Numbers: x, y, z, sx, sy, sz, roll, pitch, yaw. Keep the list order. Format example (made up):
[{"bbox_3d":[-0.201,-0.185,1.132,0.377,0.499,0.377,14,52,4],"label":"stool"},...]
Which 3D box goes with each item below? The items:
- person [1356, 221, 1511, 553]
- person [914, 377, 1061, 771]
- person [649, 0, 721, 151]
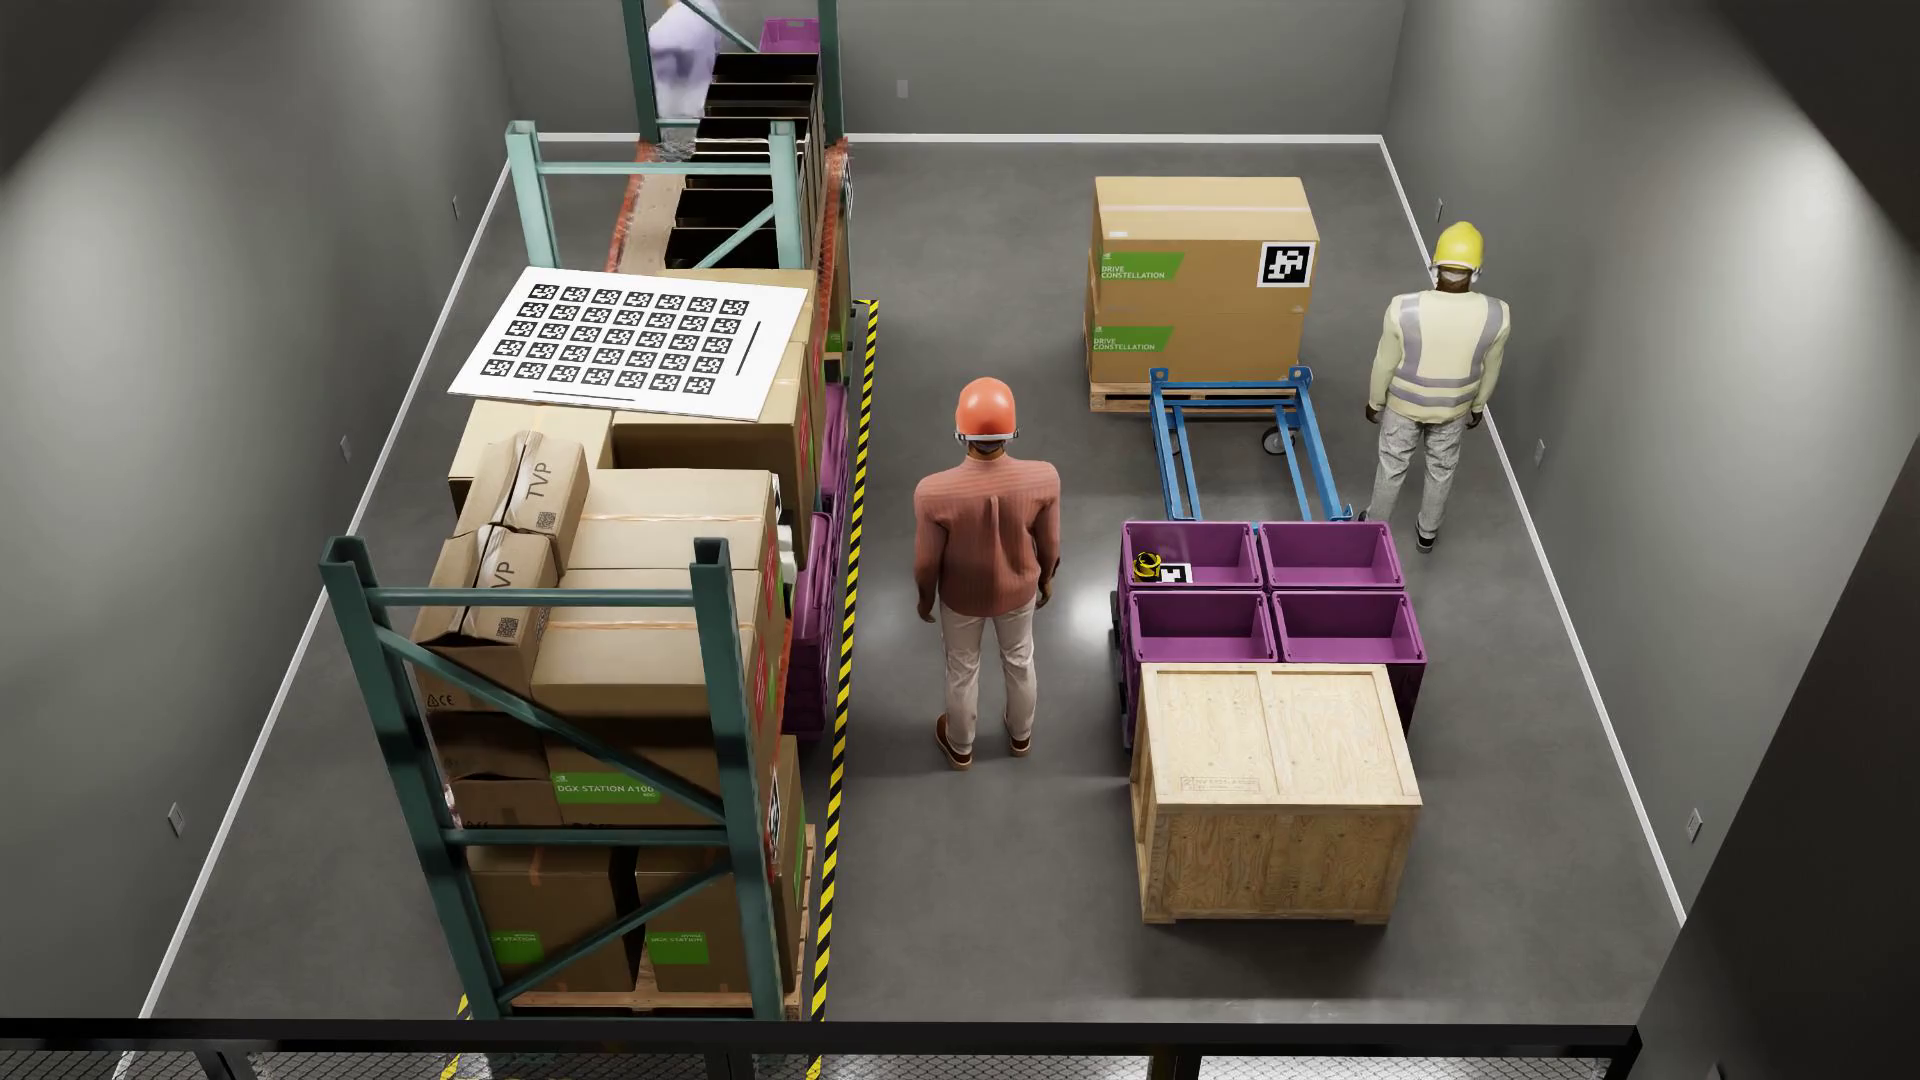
[{"bbox_3d":[2.247,-0.690,7.989,0.591,1.821,0.403,2,41,2],"label":"person"},{"bbox_3d":[0.107,0.174,6.873,0.608,1.995,0.377,-9,42,-10],"label":"person"},{"bbox_3d":[-1.599,-2.626,10.166,1.028,1.878,0.667,11,43,13],"label":"person"}]
